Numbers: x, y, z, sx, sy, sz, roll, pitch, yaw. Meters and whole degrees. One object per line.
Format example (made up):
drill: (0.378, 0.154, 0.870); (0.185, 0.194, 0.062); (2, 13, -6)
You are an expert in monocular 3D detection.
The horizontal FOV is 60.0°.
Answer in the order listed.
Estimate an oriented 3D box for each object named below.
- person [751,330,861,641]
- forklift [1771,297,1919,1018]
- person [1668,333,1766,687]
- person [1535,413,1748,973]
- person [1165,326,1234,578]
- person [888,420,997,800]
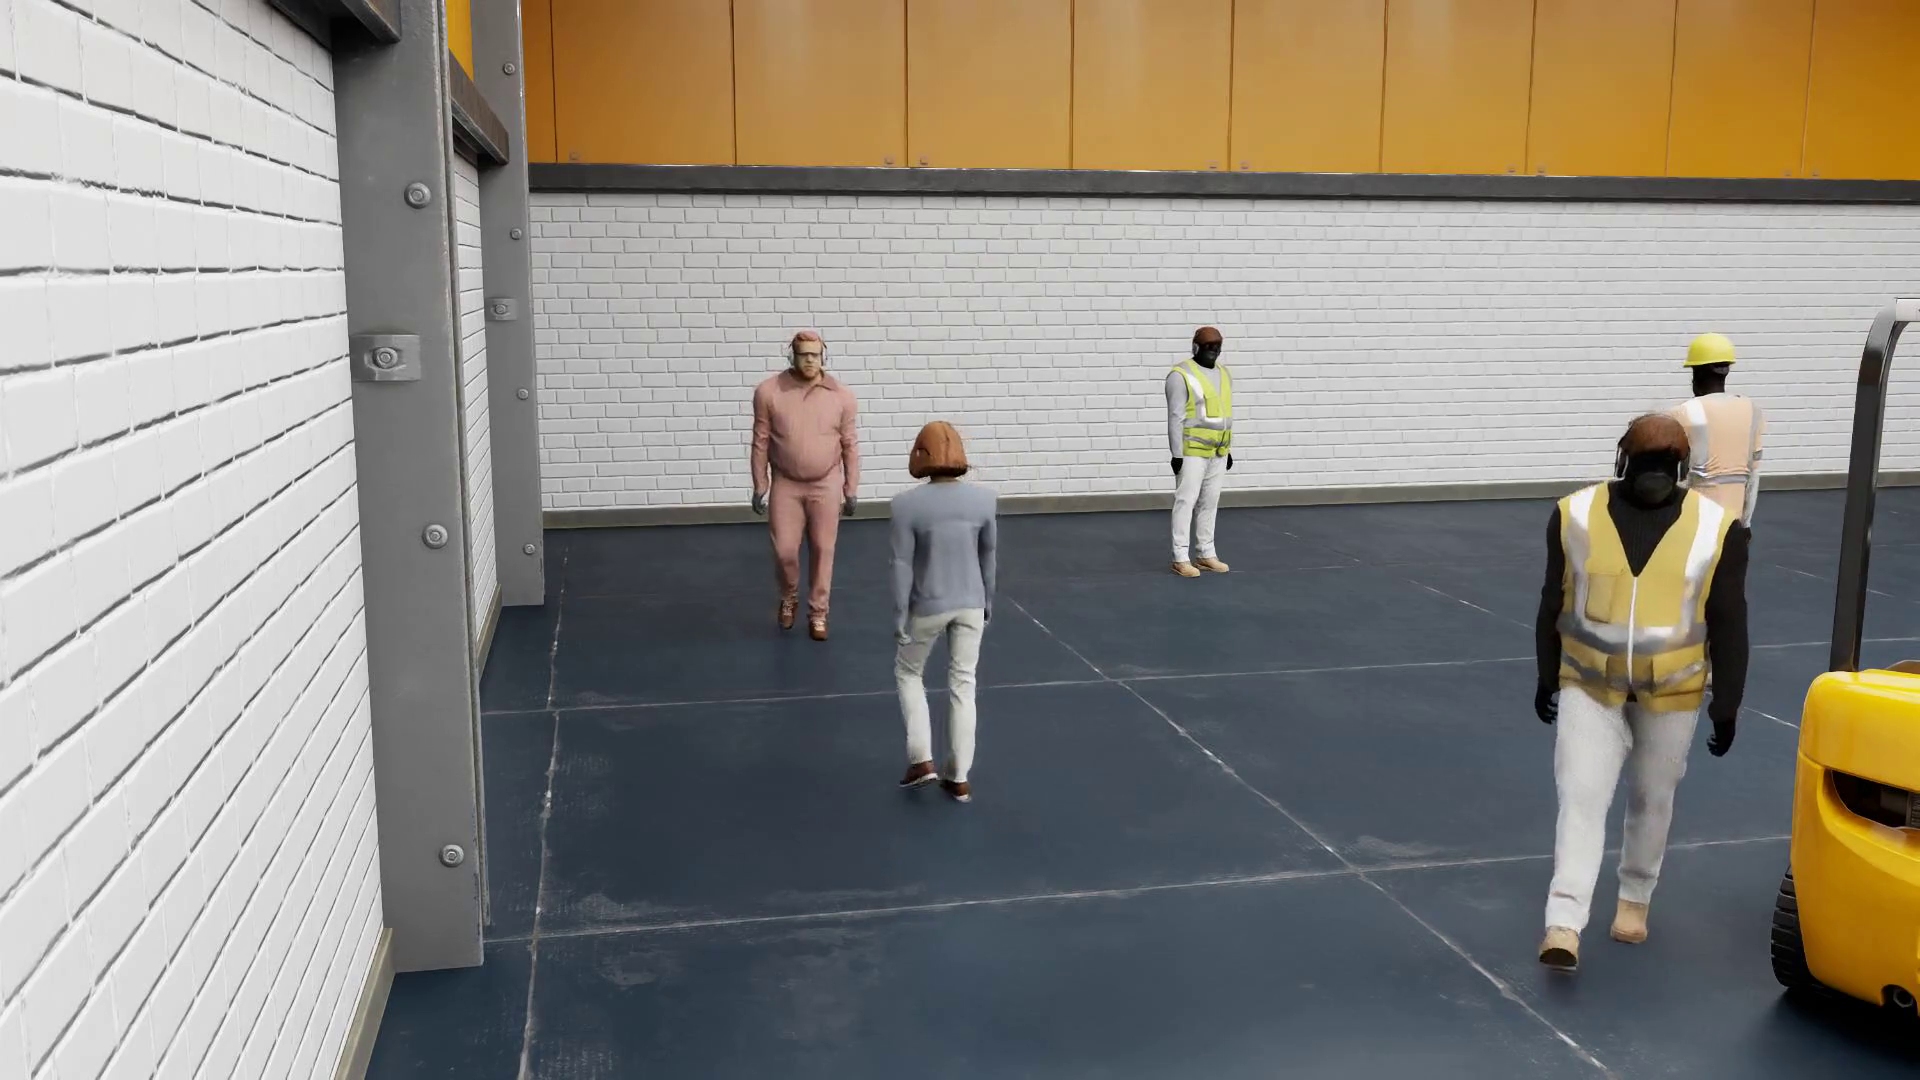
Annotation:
person: (-0.930, -0.327, 10.111); (0.674, 1.891, 0.425); (-2, 9, -9)
forklift: (3.542, 0.334, 5.177); (2.313, 2.155, 1.214); (-9, 13, -43)
person: (3.939, -0.128, 8.812); (0.594, 1.922, 0.386); (-3, 10, -18)
person: (2.157, 0.506, 5.329); (0.645, 1.798, 0.946); (4, 10, 24)
person: (1.791, -0.651, 12.262); (0.633, 1.837, 0.429); (-8, 12, -39)
person: (-0.071, 0.303, 7.106); (0.511, 1.621, 0.382); (-3, 10, -19)
